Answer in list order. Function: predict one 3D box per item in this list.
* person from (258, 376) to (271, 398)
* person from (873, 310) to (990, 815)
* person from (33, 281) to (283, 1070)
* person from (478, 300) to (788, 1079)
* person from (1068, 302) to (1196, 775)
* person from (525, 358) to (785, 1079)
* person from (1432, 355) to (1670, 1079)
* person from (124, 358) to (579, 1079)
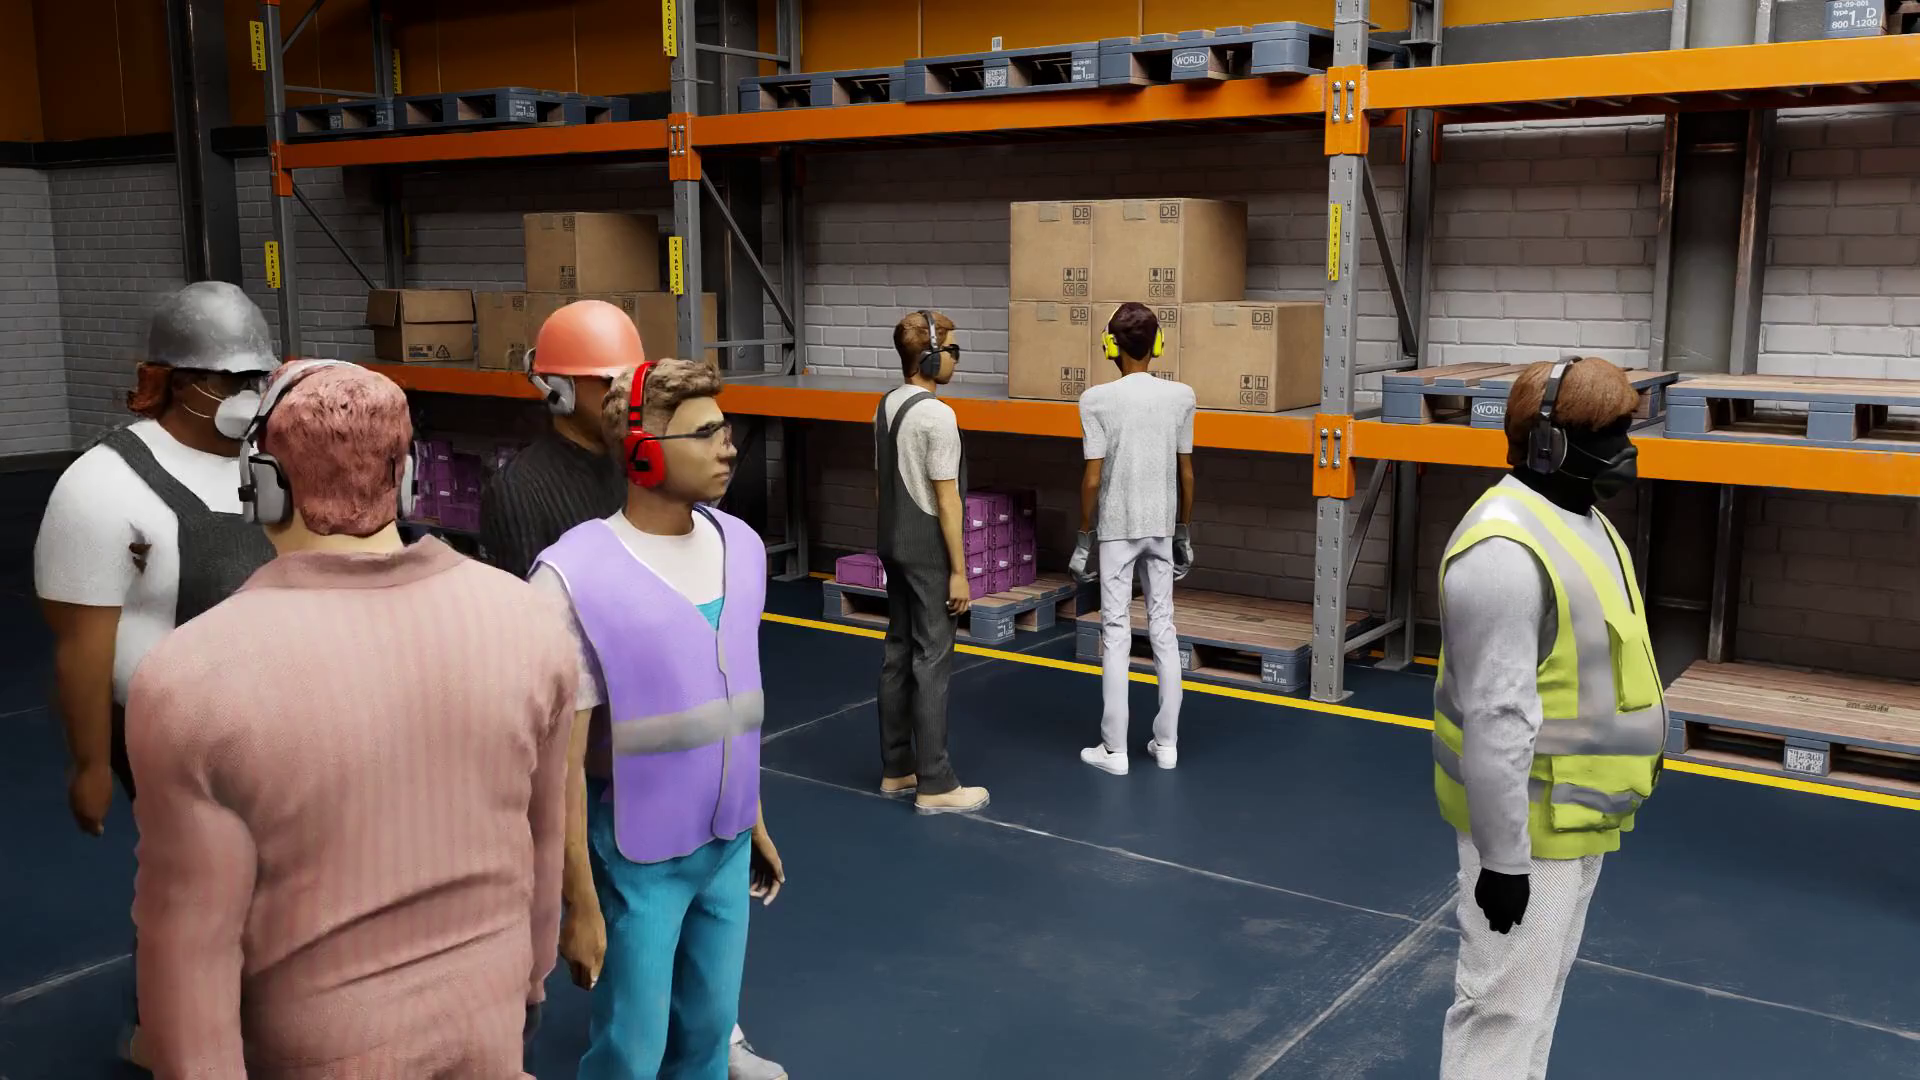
[{"bbox_3d":[-3.747,-0.324,8.883,0.480,1.726,0.499,6,11,33],"label":"person"},{"bbox_3d":[-0.128,0.084,6.122,0.345,1.846,0.507,-6,11,-33],"label":"person"},{"bbox_3d":[-1.659,0.371,3.828,1.042,2.000,0.689,3,10,19],"label":"person"},{"bbox_3d":[-0.963,0.392,4.035,1.049,1.945,0.628,4,10,24],"label":"person"},{"bbox_3d":[0.679,-0.002,6.577,0.521,1.865,0.328,-3,10,-17],"label":"person"},{"bbox_3d":[-0.558,0.585,3.121,0.377,1.847,0.569,6,11,30],"label":"person"},{"bbox_3d":[1.170,0.554,3.329,0.429,1.842,0.636,6,11,32],"label":"person"},{"bbox_3d":[-0.849,0.690,2.369,0.660,1.886,0.507,-9,13,-44],"label":"person"}]
